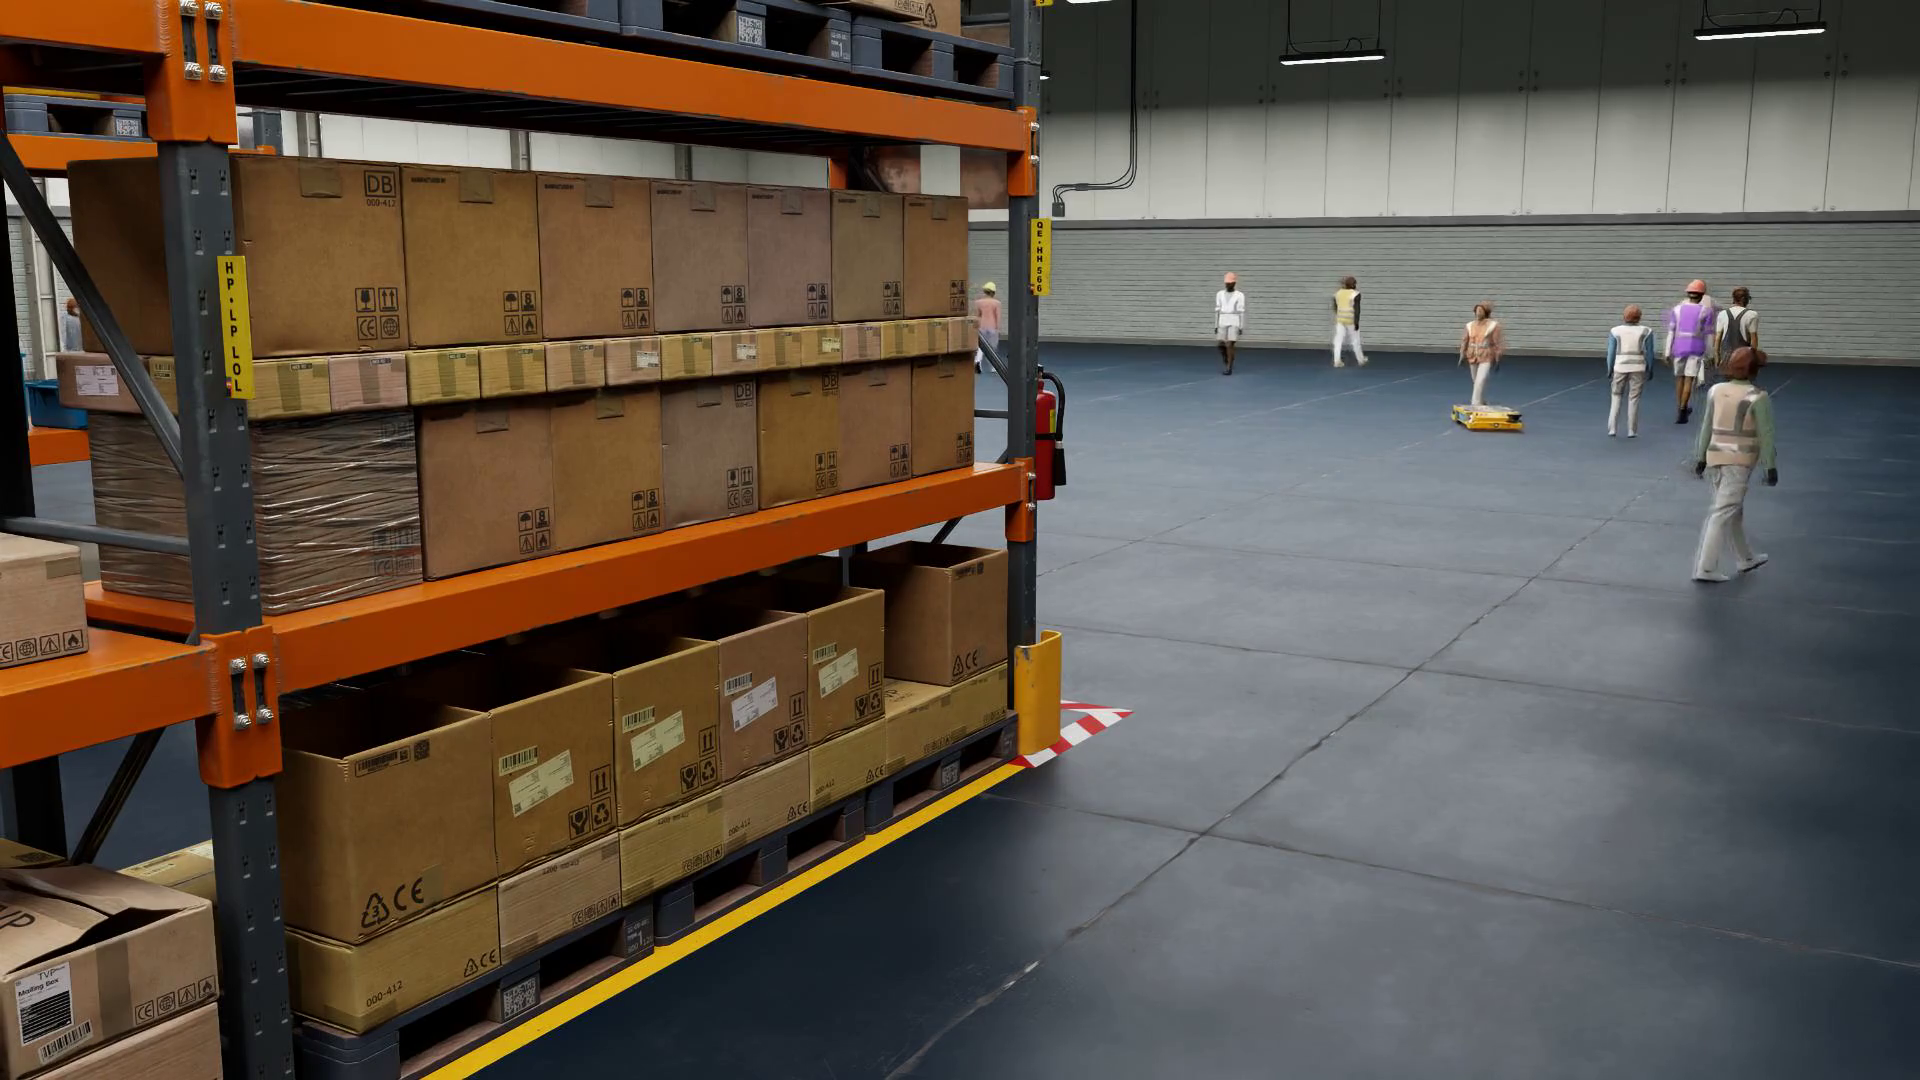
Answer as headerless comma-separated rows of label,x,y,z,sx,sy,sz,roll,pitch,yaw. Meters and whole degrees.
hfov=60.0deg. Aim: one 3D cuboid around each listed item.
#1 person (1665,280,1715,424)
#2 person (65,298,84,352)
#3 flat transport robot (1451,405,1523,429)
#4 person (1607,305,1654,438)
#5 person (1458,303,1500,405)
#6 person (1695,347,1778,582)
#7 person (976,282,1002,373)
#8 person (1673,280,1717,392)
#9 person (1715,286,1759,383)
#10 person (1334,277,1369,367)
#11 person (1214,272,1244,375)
person,9.844,-2.525,22.335,0.575,1.890,0.955,8,13,40
person,-13.387,-2.860,25.189,0.402,1.596,0.582,-2,10,-9
flat transport robot,6.903,-1.626,21.831,0.652,0.197,1.431,1,10,7
person,8.219,-2.065,20.417,0.528,1.636,0.346,5,11,28
person,7.123,-2.452,22.798,0.855,1.592,0.533,-9,13,-43
person,5.393,-0.513,11.419,0.828,1.599,0.551,-3,10,-19
person,0.526,-4.033,31.619,0.531,1.739,0.737,4,10,20
person,11.986,-3.319,27.173,0.659,1.831,0.434,-1,10,-7
person,10.002,-2.345,21.445,0.508,1.842,0.336,9,13,42
person,7.886,-4.394,33.574,0.941,1.791,0.657,-8,13,-40
person,5.047,-4.056,31.210,0.563,1.927,0.422,5,11,26
